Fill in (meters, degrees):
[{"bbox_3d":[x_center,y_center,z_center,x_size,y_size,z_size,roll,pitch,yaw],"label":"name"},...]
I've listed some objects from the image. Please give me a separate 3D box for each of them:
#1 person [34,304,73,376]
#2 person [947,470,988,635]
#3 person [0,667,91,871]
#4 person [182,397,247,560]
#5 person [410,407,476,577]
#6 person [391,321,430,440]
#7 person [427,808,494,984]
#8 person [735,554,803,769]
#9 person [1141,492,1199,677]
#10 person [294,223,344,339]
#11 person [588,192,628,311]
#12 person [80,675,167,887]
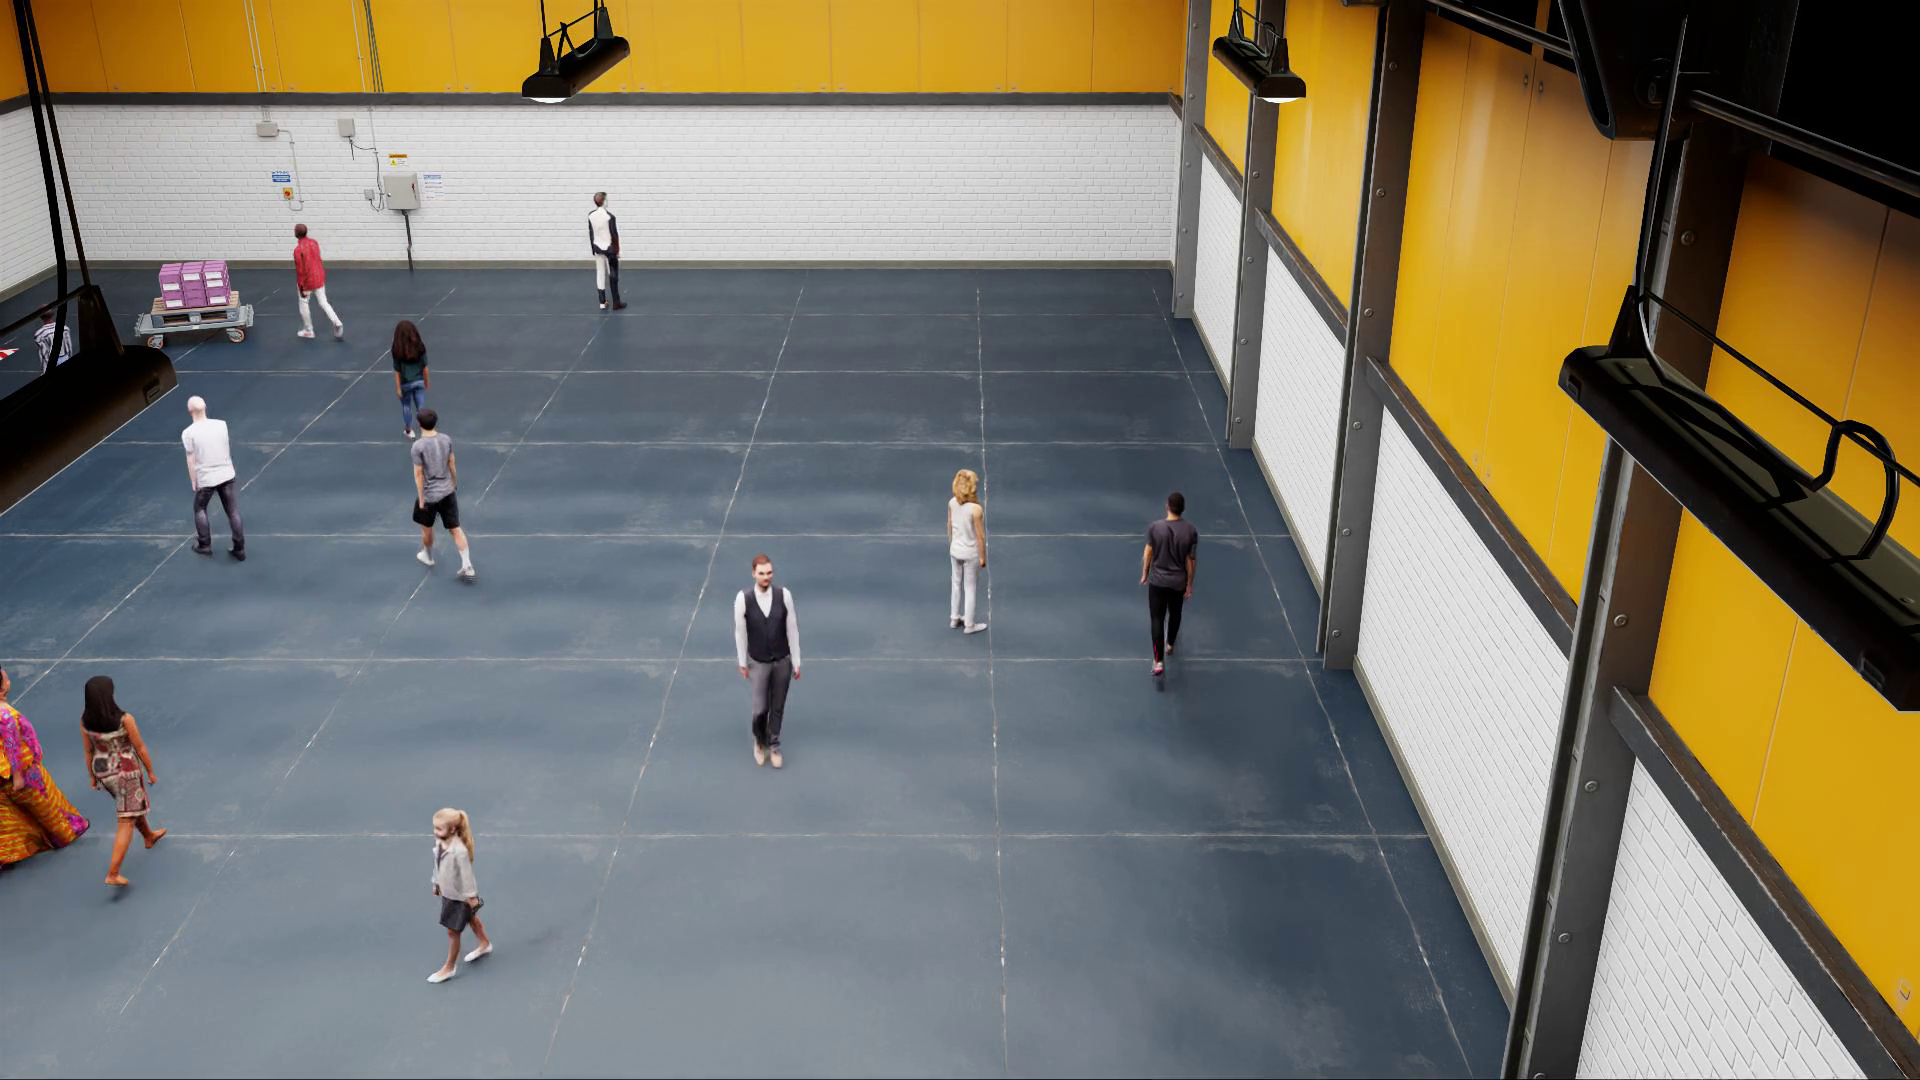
[{"bbox_3d":[-11.514,-2.153,21.290,0.753,1.796,0.609,10,26,22],"label":"person"},{"bbox_3d":[0.046,0.102,16.288,0.691,1.671,0.744,20,31,39],"label":"person"},{"bbox_3d":[-7.259,1.731,12.556,0.959,1.674,1.165,11,26,24],"label":"person"},{"bbox_3d":[-7.920,-0.625,17.781,1.001,1.806,0.949,20,30,38],"label":"person"},{"bbox_3d":[-5.392,-0.450,17.347,1.251,1.834,1.210,21,31,39],"label":"person"},{"bbox_3d":[-6.932,-1.961,21.099,0.839,1.597,0.953,-13,27,-28],"label":"person"},{"bbox_3d":[-3.425,2.403,11.544,0.826,1.254,0.779,-19,30,-37],"label":"person"},{"bbox_3d":[-1.620,0.977,13.971,0.742,1.923,0.729,-8,25,-17],"label":"person"},{"bbox_3d":[1.922,0.436,15.451,0.667,1.729,1.151,1,24,1],"label":"person"},{"bbox_3d":[-9.842,-3.942,25.380,1.092,1.798,1.133,13,27,28],"label":"person"},{"bbox_3d":[-5.759,-4.702,27.001,0.755,1.892,0.727,9,25,20],"label":"person"},{"bbox_3d":[-6.331,1.814,12.448,0.676,1.609,1.131,2,24,5],"label":"person"}]
